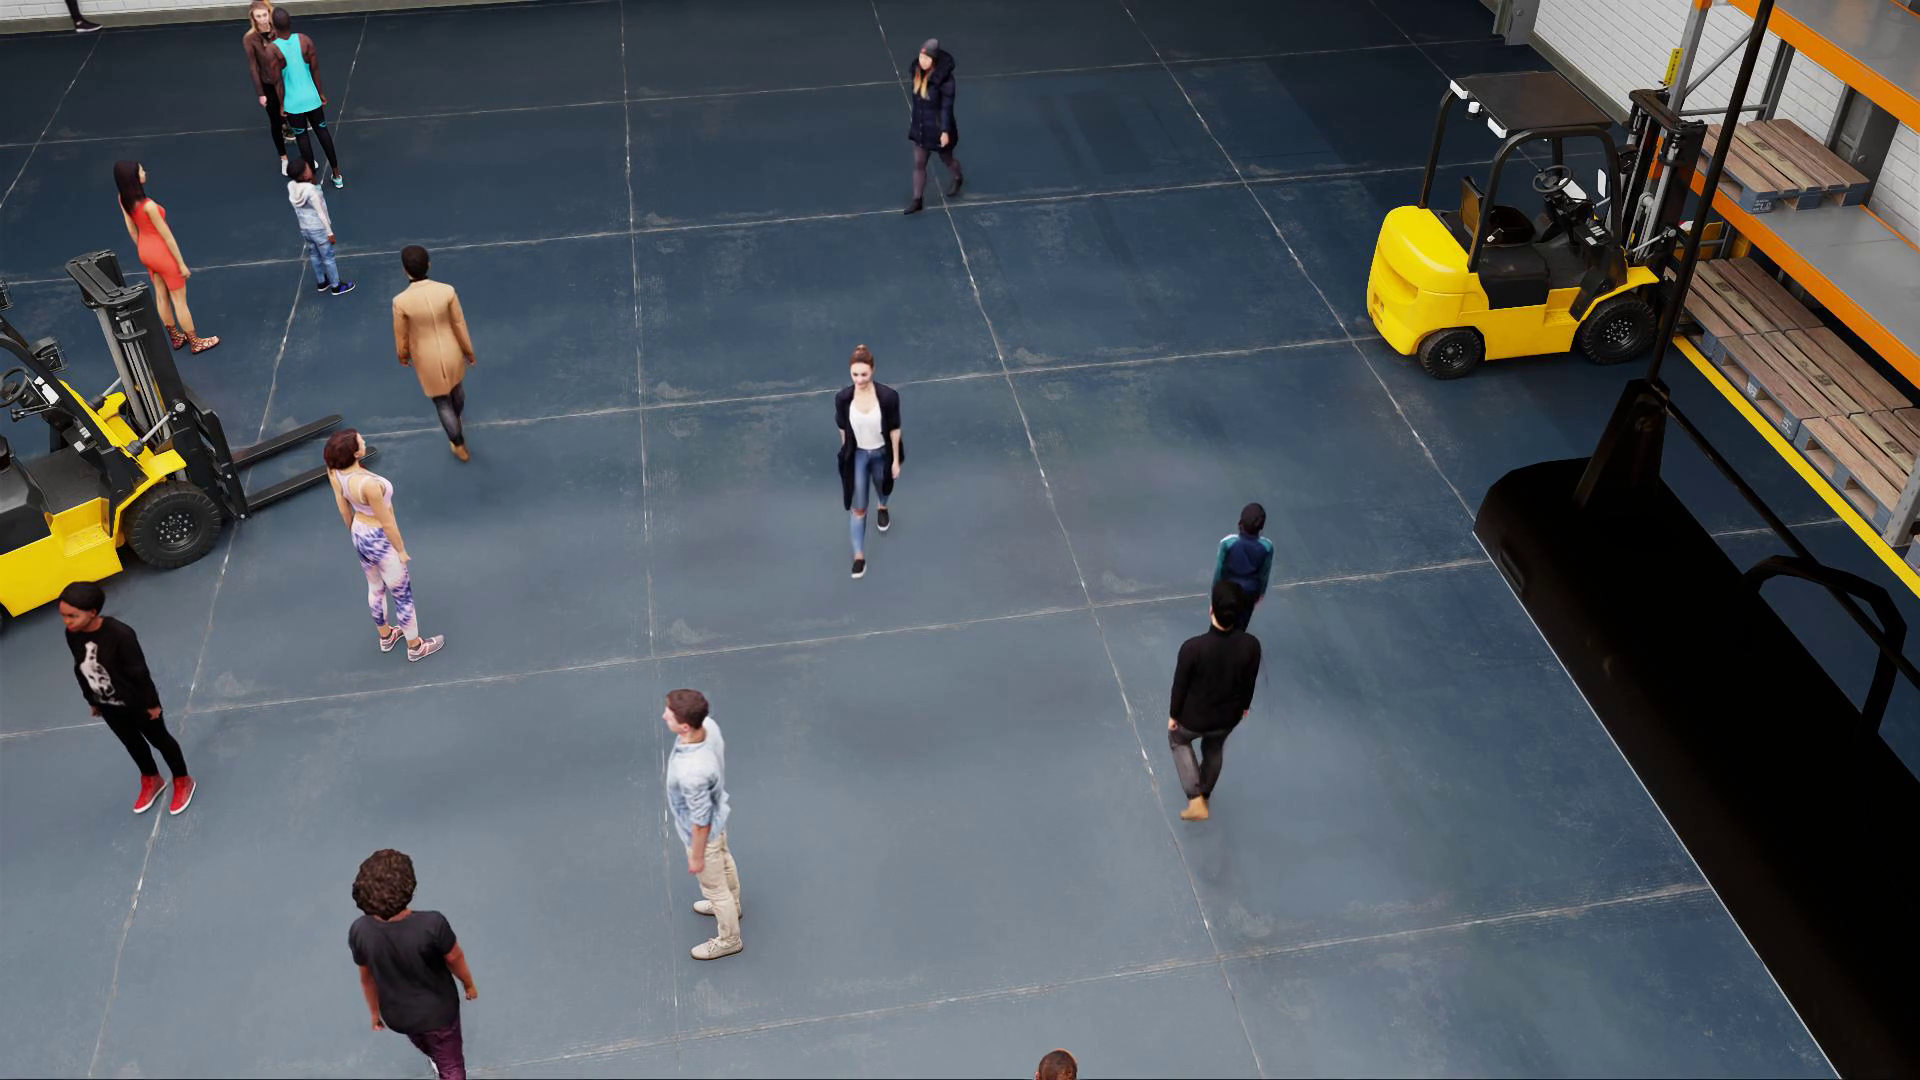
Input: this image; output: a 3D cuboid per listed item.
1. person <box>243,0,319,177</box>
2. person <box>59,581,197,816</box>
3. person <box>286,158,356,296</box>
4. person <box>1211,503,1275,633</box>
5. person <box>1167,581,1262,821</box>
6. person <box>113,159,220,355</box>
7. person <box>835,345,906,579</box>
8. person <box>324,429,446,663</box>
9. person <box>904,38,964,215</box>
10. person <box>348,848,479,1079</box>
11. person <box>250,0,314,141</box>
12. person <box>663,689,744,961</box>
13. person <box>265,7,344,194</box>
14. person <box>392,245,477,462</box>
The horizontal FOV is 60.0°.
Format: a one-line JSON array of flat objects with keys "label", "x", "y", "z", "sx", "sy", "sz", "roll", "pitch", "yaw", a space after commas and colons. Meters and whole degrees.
[{"label": "person", "x": -6.632, "y": -4.418, "z": 16.196, "sx": 0.669, "sy": 1.703, "sz": 0.635, "roll": -21, "pitch": 43, "yaw": -24}, {"label": "person", "x": -4.799, "y": 0.886, "z": 9.575, "sx": 0.653, "sy": 1.678, "sz": 0.634, "roll": 5, "pitch": 39, "yaw": 6}, {"label": "person", "x": -5.603, "y": -2.727, "z": 14.433, "sx": 0.569, "sy": 1.261, "sz": 0.624, "roll": 20, "pitch": 43, "yaw": 23}, {"label": "person", "x": 1.792, "y": 0.315, "z": 10.637, "sx": 0.571, "sy": 1.244, "sz": 0.657, "roll": 1, "pitch": 39, "yaw": 1}, {"label": "person", "x": 1.425, "y": 0.988, "z": 9.421, "sx": 0.644, "sy": 1.710, "sz": 0.691, "roll": -6, "pitch": 39, "yaw": -8}, {"label": "person", "x": -6.513, "y": -2.300, "z": 13.531, "sx": 0.671, "sy": 1.719, "sz": 0.704, "roll": 17, "pitch": 42, "yaw": 20}, {"label": "person", "x": -0.597, "y": -0.633, "z": 11.515, "sx": 0.779, "sy": 1.630, "sz": 1.180, "roll": 1, "pitch": 39, "yaw": 1}, {"label": "person", "x": -3.705, "y": 0.026, "z": 10.580, "sx": 0.678, "sy": 1.767, "sz": 0.720, "roll": 19, "pitch": 42, "yaw": 22}, {"label": "person", "x": -0.181, "y": -3.897, "z": 15.593, "sx": 1.099, "sy": 1.640, "sz": 1.140, "roll": 25, "pitch": 45, "yaw": 28}, {"label": "person", "x": -2.565, "y": 2.223, "z": 7.838, "sx": 0.670, "sy": 1.756, "sz": 1.117, "roll": -3, "pitch": 39, "yaw": -3}, {"label": "person", "x": -6.952, "y": -4.825, "z": 16.903, "sx": 0.720, "sy": 1.455, "sz": 0.615, "roll": 13, "pitch": 41, "yaw": 16}, {"label": "person", "x": -1.336, "y": 1.478, "z": 8.698, "sx": 0.740, "sy": 1.847, "sz": 0.516, "roll": -1, "pitch": 39, "yaw": -2}, {"label": "person", "x": -6.249, "y": -4.171, "z": 15.800, "sx": 0.680, "sy": 1.811, "sz": 0.674, "roll": -27, "pitch": 46, "yaw": -30}, {"label": "person", "x": -3.857, "y": -1.335, "z": 12.336, "sx": 0.866, "sy": 1.702, "sz": 1.052, "roll": -19, "pitch": 42, "yaw": -22}]
